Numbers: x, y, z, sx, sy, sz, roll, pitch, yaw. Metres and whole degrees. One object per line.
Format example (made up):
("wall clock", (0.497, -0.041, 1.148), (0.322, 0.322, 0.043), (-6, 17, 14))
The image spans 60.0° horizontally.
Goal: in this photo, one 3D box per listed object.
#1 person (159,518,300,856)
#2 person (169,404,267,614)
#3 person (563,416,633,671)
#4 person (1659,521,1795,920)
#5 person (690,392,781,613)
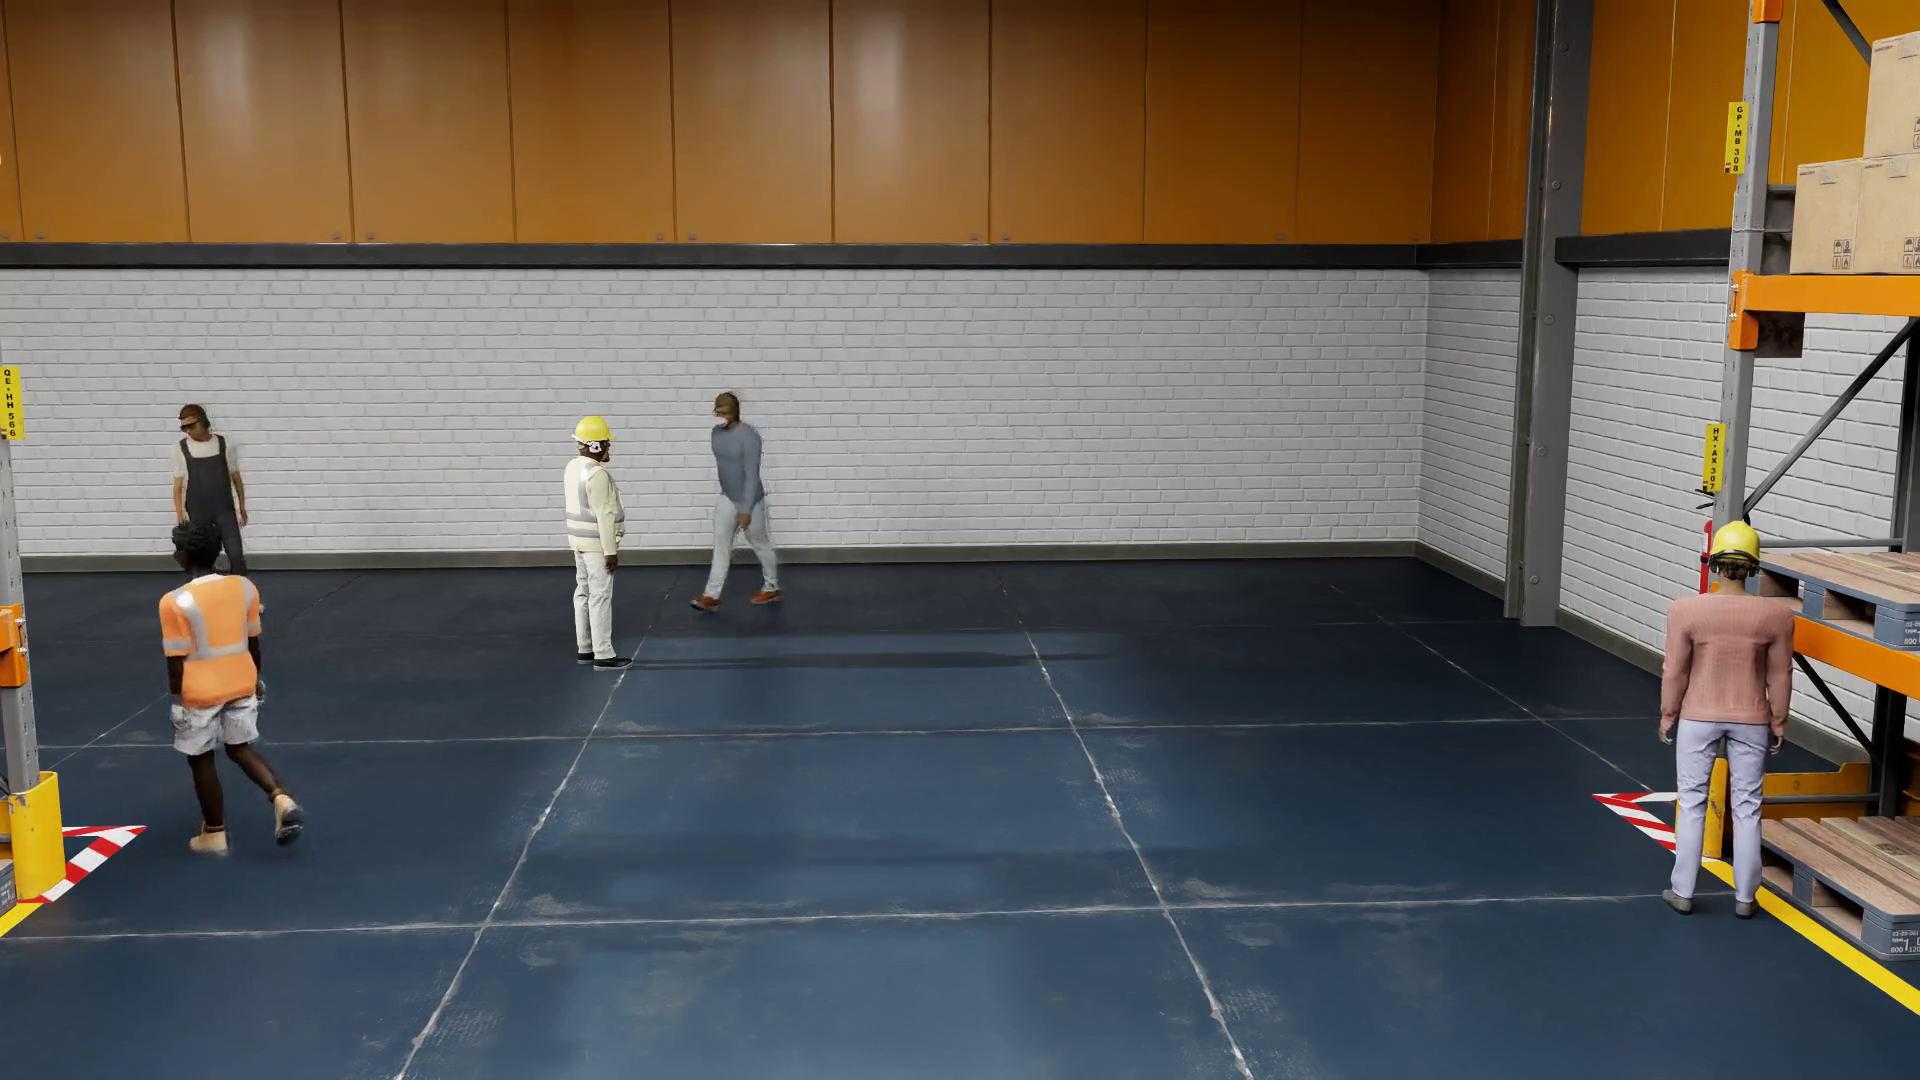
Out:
("person", (-3.535, 0.729, 7.992), (0.564, 1.678, 0.541), (5, 10, 28))
("person", (-6.095, -0.221, 13.587), (0.600, 1.803, 0.451), (-5, 10, -30))
("person", (-2.614, 0.021, 11.976), (0.404, 1.833, 0.590), (-7, 11, -36))
("person", (3.364, 0.793, 7.339), (0.533, 1.768, 0.310), (3, 9, 16))
("person", (-1.878, -0.315, 14.004), (0.637, 1.855, 1.058), (8, 12, 40))
